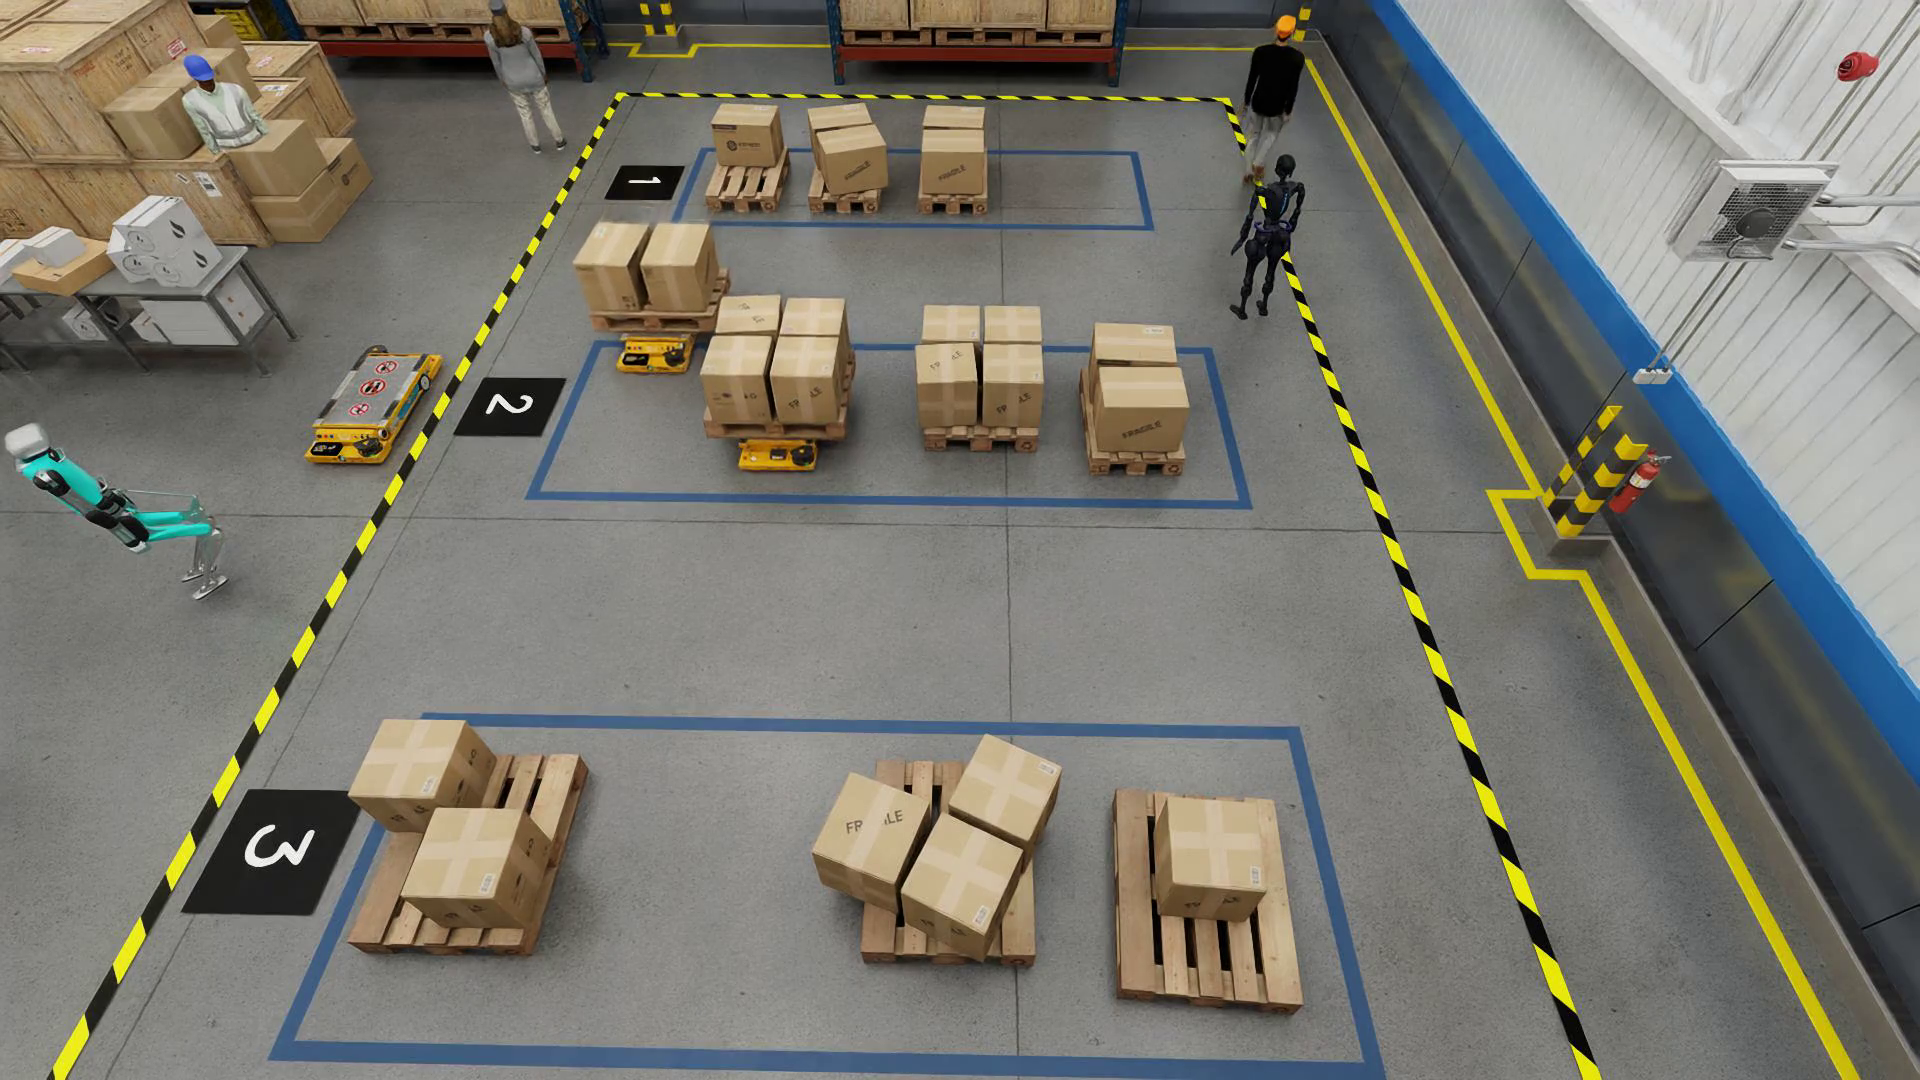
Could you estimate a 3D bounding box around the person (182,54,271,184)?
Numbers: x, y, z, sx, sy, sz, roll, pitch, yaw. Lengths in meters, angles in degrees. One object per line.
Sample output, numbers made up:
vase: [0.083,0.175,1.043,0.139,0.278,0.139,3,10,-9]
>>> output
person: [-7.654,-4.188,9.819,0.602,1.939,0.412,-33,57,-25]

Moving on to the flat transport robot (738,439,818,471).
flat transport robot: [-1.583,-1.204,8.368,0.652,0.197,1.431,1,50,1]

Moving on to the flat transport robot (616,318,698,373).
flat transport robot: [-2.960,-2.218,9.226,0.652,0.197,1.431,1,50,1]

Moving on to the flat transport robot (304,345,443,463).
flat transport robot: [-5.383,-1.269,8.441,0.659,0.231,1.431,1,50,1]

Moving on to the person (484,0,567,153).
person: [-5.291,-5.597,11.121,0.560,1.766,0.399,-13,51,-11]

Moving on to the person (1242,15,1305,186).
person: [3.562,-5.040,10.577,0.591,1.872,0.481,23,53,18]

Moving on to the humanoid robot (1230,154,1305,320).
humanoid robot: [2.978,-2.929,8.912,0.599,1.659,0.315,-7,50,-6]

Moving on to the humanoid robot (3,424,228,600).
humanoid robot: [-5.794,-0.247,6.527,0.735,1.675,0.533,-36,58,-26]
